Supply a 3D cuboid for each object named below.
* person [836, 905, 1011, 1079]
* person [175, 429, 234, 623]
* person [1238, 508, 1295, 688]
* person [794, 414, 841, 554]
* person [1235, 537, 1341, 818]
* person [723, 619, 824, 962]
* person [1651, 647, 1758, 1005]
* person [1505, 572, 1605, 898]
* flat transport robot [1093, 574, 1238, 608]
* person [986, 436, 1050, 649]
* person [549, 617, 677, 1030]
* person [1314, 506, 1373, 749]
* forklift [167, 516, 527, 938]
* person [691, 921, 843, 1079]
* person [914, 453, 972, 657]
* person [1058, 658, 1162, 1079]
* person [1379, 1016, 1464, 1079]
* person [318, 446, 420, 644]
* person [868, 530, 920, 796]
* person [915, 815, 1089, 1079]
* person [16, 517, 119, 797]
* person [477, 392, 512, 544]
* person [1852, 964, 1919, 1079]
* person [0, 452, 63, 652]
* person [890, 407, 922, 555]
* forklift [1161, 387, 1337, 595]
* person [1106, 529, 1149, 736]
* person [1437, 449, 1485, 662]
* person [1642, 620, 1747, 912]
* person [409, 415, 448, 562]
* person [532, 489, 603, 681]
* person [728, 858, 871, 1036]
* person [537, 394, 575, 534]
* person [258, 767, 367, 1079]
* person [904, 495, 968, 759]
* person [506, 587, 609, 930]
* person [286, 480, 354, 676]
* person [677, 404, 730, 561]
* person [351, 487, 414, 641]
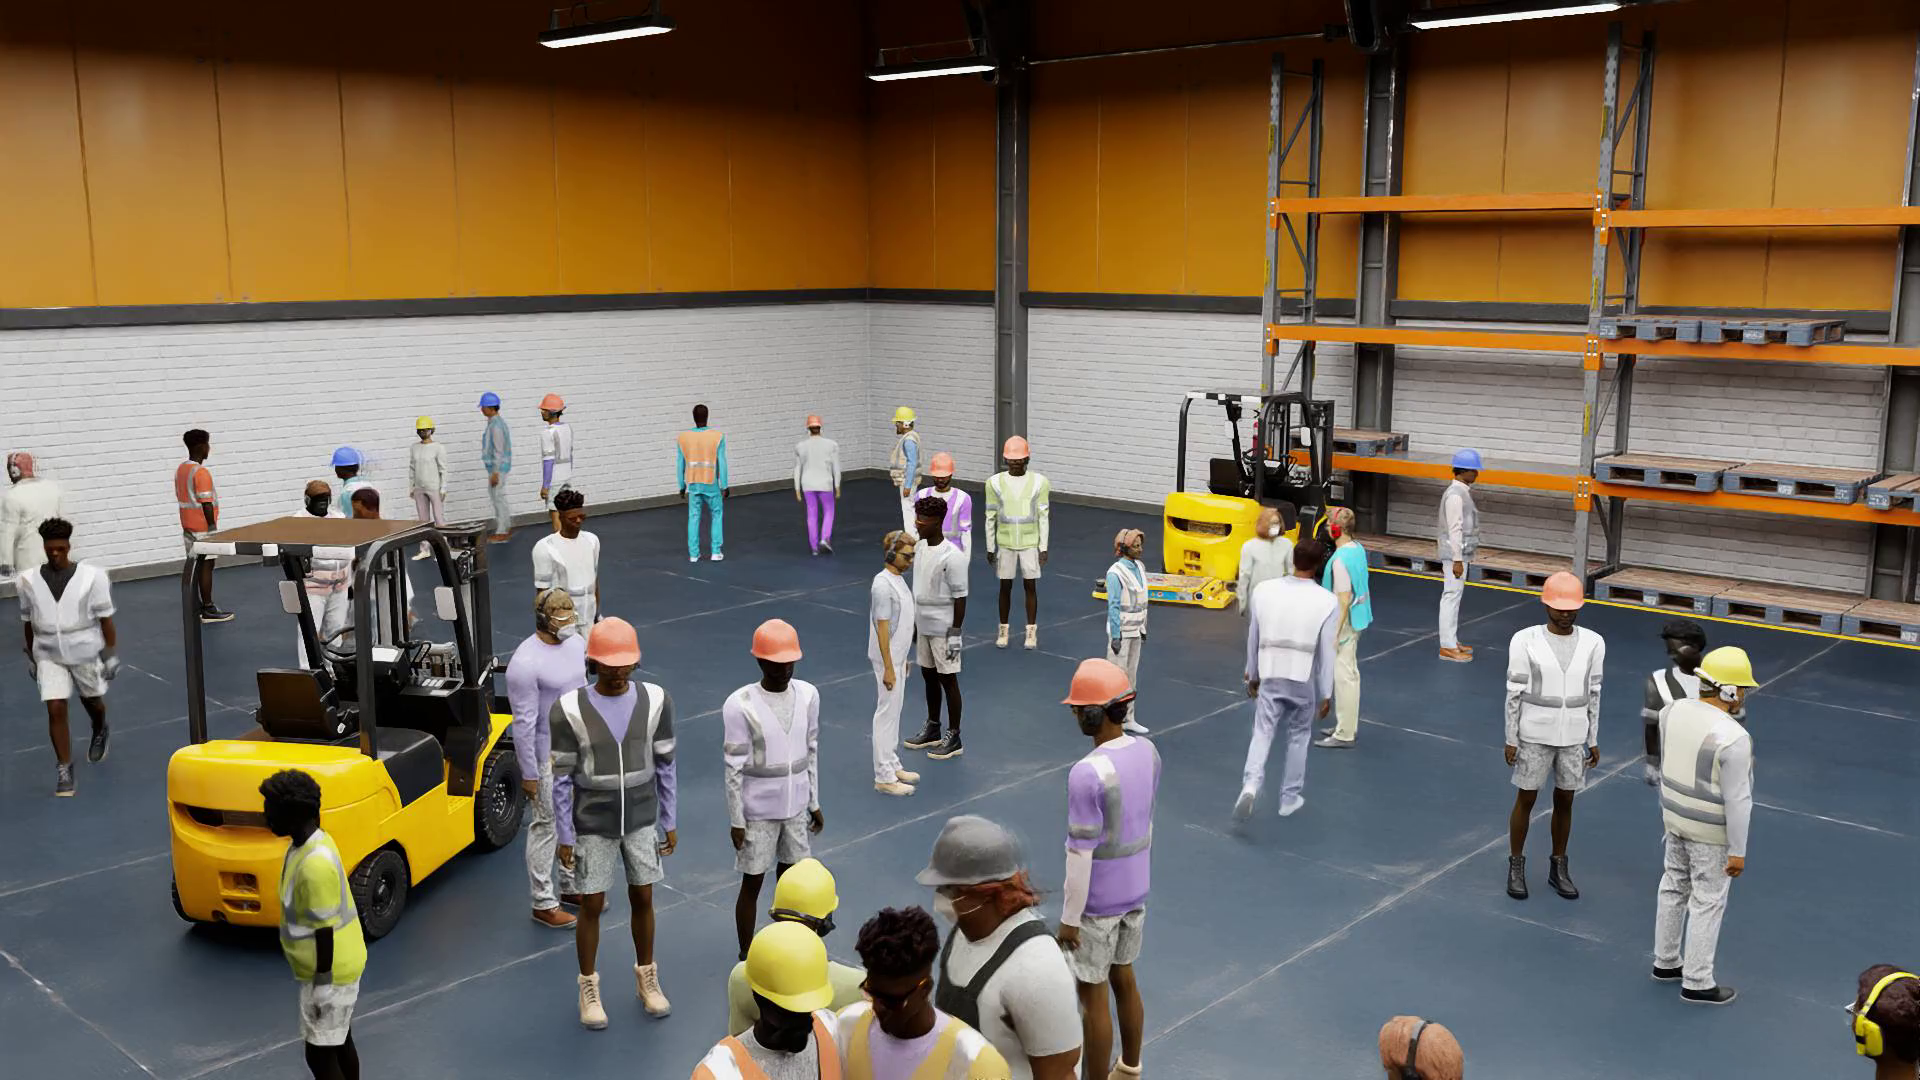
[{"bbox_3d":[-0.108,1.963,4.834,0.630,1.951,0.497,6,12,31],"label":"person"},{"bbox_3d":[-7.671,-0.150,16.812,0.616,1.963,0.361,9,13,41],"label":"person"},{"bbox_3d":[2.631,0.526,14.001,0.515,1.589,0.833,-4,11,-23],"label":"person"},{"bbox_3d":[-1.763,-0.687,20.547,0.580,1.723,0.474,0,10,2],"label":"person"},{"bbox_3d":[2.134,0.937,10.874,0.618,1.876,0.775,5,11,25],"label":"person"},{"bbox_3d":[-0.919,1.341,8.400,0.547,1.938,0.379,-8,13,-38],"label":"person"},{"bbox_3d":[3.724,1.420,8.305,0.403,1.817,0.601,-2,10,-14],"label":"person"},{"bbox_3d":[3.433,1.130,9.608,0.551,1.934,0.373,0,10,2],"label":"person"},{"bbox_3d":[2.201,0.521,17.815,1.431,0.197,0.652,4,11,22],"label":"flat transport robot"},{"bbox_3d":[0.536,0.030,15.614,0.601,2.036,0.404,1,10,4],"label":"person"},{"bbox_3d":[-1.650,1.360,8.040,0.604,2.034,0.417,-5,11,-25],"label":"person"},{"bbox_3d":[2.901,0.662,12.538,0.390,1.841,0.564,4,11,24],"label":"person"},{"bbox_3d":[-3.583,0.976,9.748,1.214,2.155,2.313,2,10,11],"label":"forklift"},{"bbox_3d":[-0.499,1.992,4.736,0.384,1.922,0.594,8,13,37],"label":"person"},{"bbox_3d":[-0.165,0.158,15.173,0.545,1.929,0.389,3,10,14],"label":"person"},{"bbox_3d":[0.613,1.512,7.186,0.410,2.030,0.611,7,12,35],"label":"person"},{"bbox_3d":[1.304,2.138,4.719,0.310,1.636,0.522,7,12,34],"label":"person"},{"bbox_3d":[-5.701,0.047,15.863,0.945,1.912,0.624,-1,10,-5],"label":"person"},{"bbox_3d":[-0.455,0.841,11.534,0.344,1.839,0.504,2,10,9],"label":"person"},{"bbox_3d":[0.139,1.820,5.385,0.760,2.000,0.693,-3,10,-15],"label":"person"},{"bbox_3d":[-6.276,0.762,11.756,0.605,1.931,0.952,-3,10,-17],"label":"person"},{"bbox_3d":[-5.944,-0.928,21.297,0.405,1.945,0.620,-3,10,-16],"label":"person"},{"bbox_3d":[2.488,2.062,4.527,0.516,1.861,0.321,-1,10,-8],"label":"person"},{"bbox_3d":[-8.700,0.118,15.484,0.519,1.888,0.666,2,10,10],"label":"person"},{"bbox_3d":[-0.666,-0.730,20.497,0.404,1.828,0.601,0,10,-3],"label":"person"},{"bbox_3d":[3.298,-0.608,18.767,1.214,2.155,2.313,9,13,42],"label":"forklift"},{"bbox_3d":[1.279,0.721,12.779,0.306,1.640,0.522,6,12,30],"label":"person"},{"bbox_3d":[4.571,0.131,15.261,0.383,1.949,0.605,3,11,19],"label":"person"},{"bbox_3d":[4.180,1.282,9.509,0.553,1.661,0.378,3,10,18],"label":"person"},{"bbox_3d":[-6.412,-0.619,20.041,0.532,1.772,0.300,4,11,20],"label":"person"},{"bbox_3d":[-2.955,0.579,12.655,0.365,1.964,0.610,7,12,36],"label":"person"},{"bbox_3d":[-0.508,1.924,5.567,0.524,1.769,0.314,2,10,10],"label":"person"},{"bbox_3d":[-4.824,-0.722,19.834,0.359,2.047,0.615,3,10,15],"label":"person"},{"bbox_3d":[-2.637,1.749,6.812,0.387,1.684,0.562,-5,11,-26],"label":"person"},{"bbox_3d":[-0.178,0.635,12.337,0.364,1.964,0.611,-6,12,-32],"label":"person"},{"bbox_3d":[-2.247,1.200,9.246,0.378,1.929,0.636,4,11,20],"label":"person"},{"bbox_3d":[-5.372,0.403,14.022,0.429,1.839,0.634,6,12,30],"label":"person"},{"bbox_3d":[-3.092,-0.674,19.973,0.620,1.903,0.415,1,10,8],"label":"person"},{"bbox_3d":[-4.657,0.490,13.427,0.476,1.893,0.662,-7,12,-35],"label":"person"}]
